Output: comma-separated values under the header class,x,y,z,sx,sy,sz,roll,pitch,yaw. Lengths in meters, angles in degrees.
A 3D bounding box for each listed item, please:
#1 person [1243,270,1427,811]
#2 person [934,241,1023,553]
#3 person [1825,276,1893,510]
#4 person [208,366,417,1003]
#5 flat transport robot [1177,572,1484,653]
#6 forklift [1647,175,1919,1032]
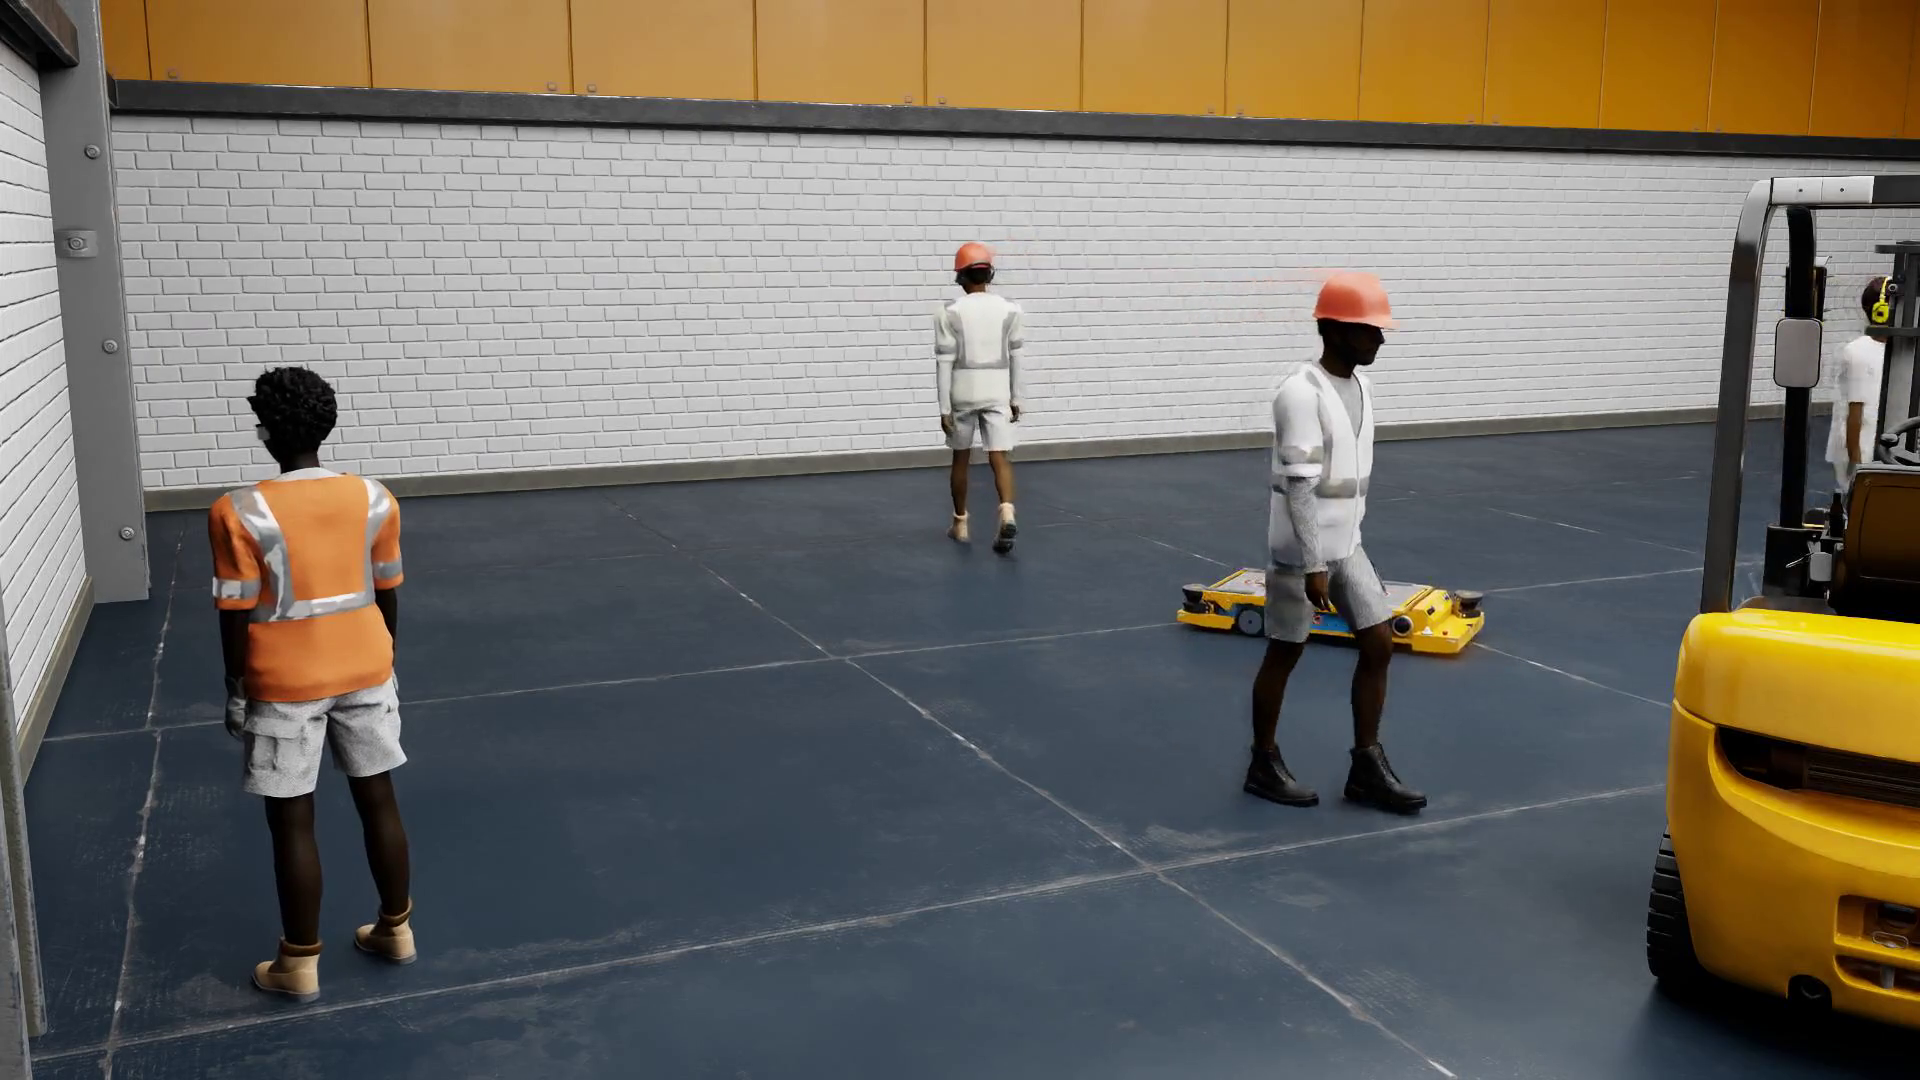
class,x,y,z,sx,sy,sz,roll,pitch,yaw
person,1.330,0.036,5.776,0.572,1.908,0.771,-10,14,-43
person,0.139,-0.928,10.805,0.610,2.012,0.964,-2,10,-11
person,4.365,-0.365,8.139,0.531,1.854,0.528,10,14,43
person,-1.731,0.380,4.483,0.321,1.690,0.530,8,13,39
flat transport robot,1.906,0.346,8.569,1.431,0.197,0.652,5,12,28
forklift,2.810,0.094,4.662,1.214,2.155,2.313,7,12,34
